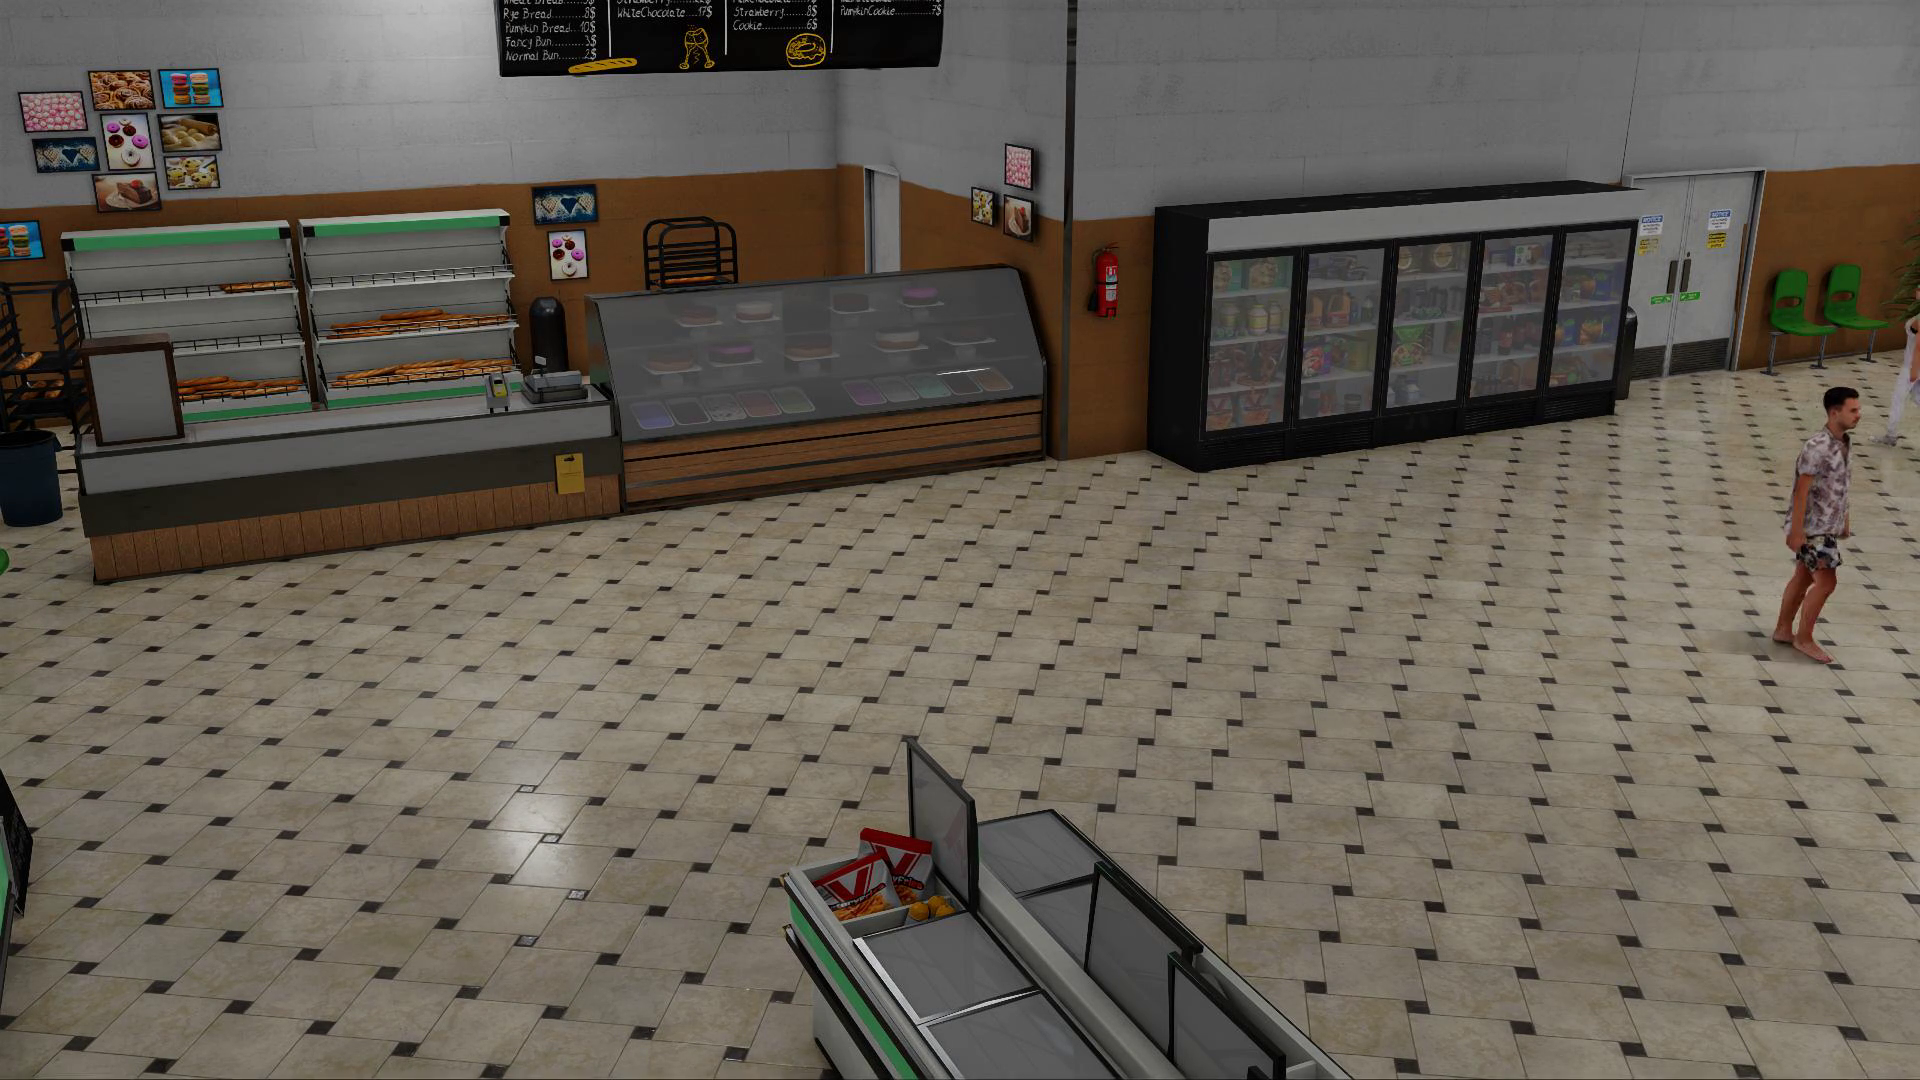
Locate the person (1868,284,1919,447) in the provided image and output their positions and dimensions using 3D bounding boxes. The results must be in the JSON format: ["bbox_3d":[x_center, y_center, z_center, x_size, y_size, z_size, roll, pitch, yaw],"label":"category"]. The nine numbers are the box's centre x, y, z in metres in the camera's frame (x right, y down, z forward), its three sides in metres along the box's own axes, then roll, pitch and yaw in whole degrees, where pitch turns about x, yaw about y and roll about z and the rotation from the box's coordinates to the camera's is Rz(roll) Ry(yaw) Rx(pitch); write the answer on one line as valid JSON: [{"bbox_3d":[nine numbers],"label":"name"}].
[{"bbox_3d":[9.132,-1.648,15.681,0.777,1.649,1.047,-16,24,-40],"label":"person"}]

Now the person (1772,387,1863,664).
[{"bbox_3d":[5.563,-0.140,10.967,0.784,1.803,0.794,-16,24,-39],"label":"person"}]
